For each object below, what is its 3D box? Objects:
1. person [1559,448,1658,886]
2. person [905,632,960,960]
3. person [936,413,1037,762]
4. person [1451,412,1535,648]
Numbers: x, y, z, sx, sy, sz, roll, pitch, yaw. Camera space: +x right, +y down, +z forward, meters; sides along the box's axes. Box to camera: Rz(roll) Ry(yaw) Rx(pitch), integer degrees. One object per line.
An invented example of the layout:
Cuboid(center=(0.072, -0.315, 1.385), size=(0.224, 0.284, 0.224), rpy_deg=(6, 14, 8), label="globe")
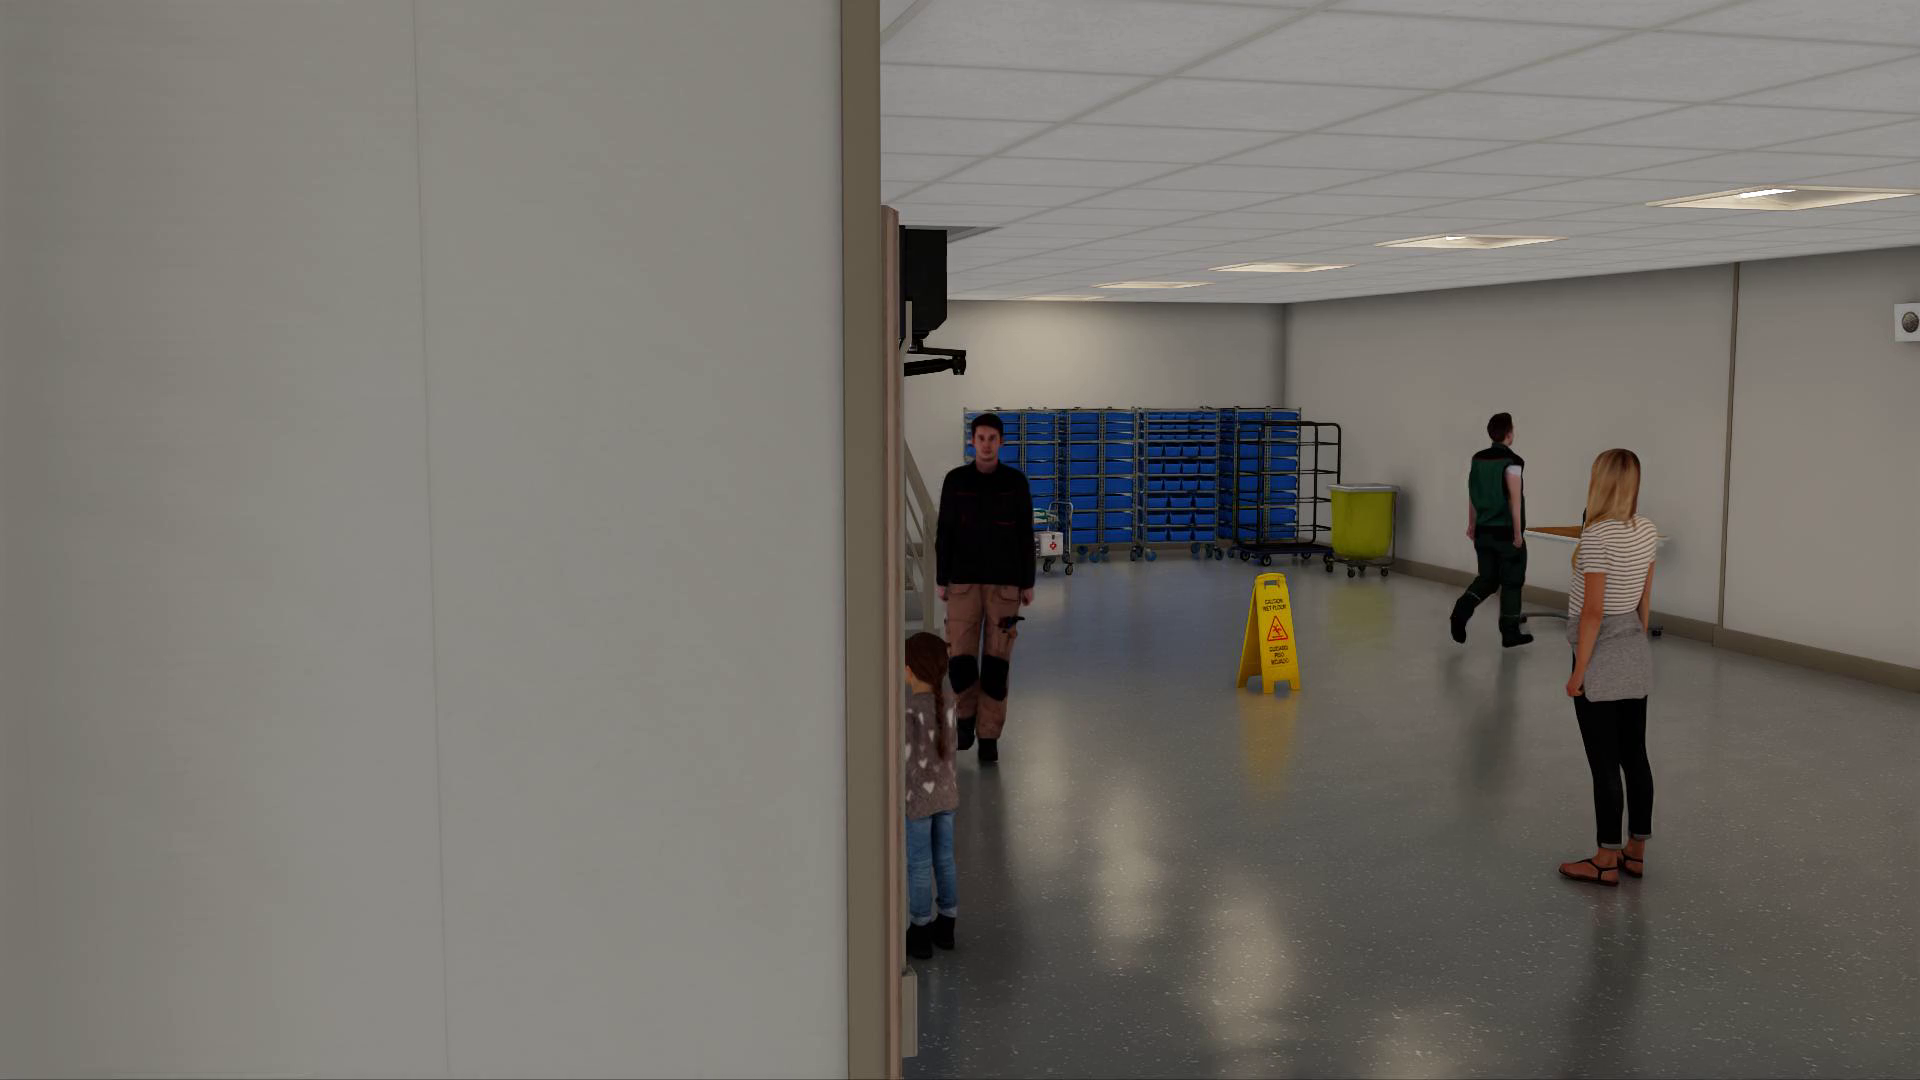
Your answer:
Cuboid(center=(2.761, 0.527, 7.017), size=(0.671, 1.825, 0.632), rpy_deg=(-4, 7, -33), label="person")
Cuboid(center=(-0.125, 0.932, 6.140), size=(0.587, 1.194, 0.558), rpy_deg=(5, 8, 43), label="person")
Cuboid(center=(0.138, 0.256, 9.253), size=(0.774, 1.915, 0.759), rpy_deg=(0, 6, -2), label="person")
Cuboid(center=(4.113, -0.059, 12.839), size=(0.874, 1.820, 1.001), rpy_deg=(-3, 7, -29), label="person")
